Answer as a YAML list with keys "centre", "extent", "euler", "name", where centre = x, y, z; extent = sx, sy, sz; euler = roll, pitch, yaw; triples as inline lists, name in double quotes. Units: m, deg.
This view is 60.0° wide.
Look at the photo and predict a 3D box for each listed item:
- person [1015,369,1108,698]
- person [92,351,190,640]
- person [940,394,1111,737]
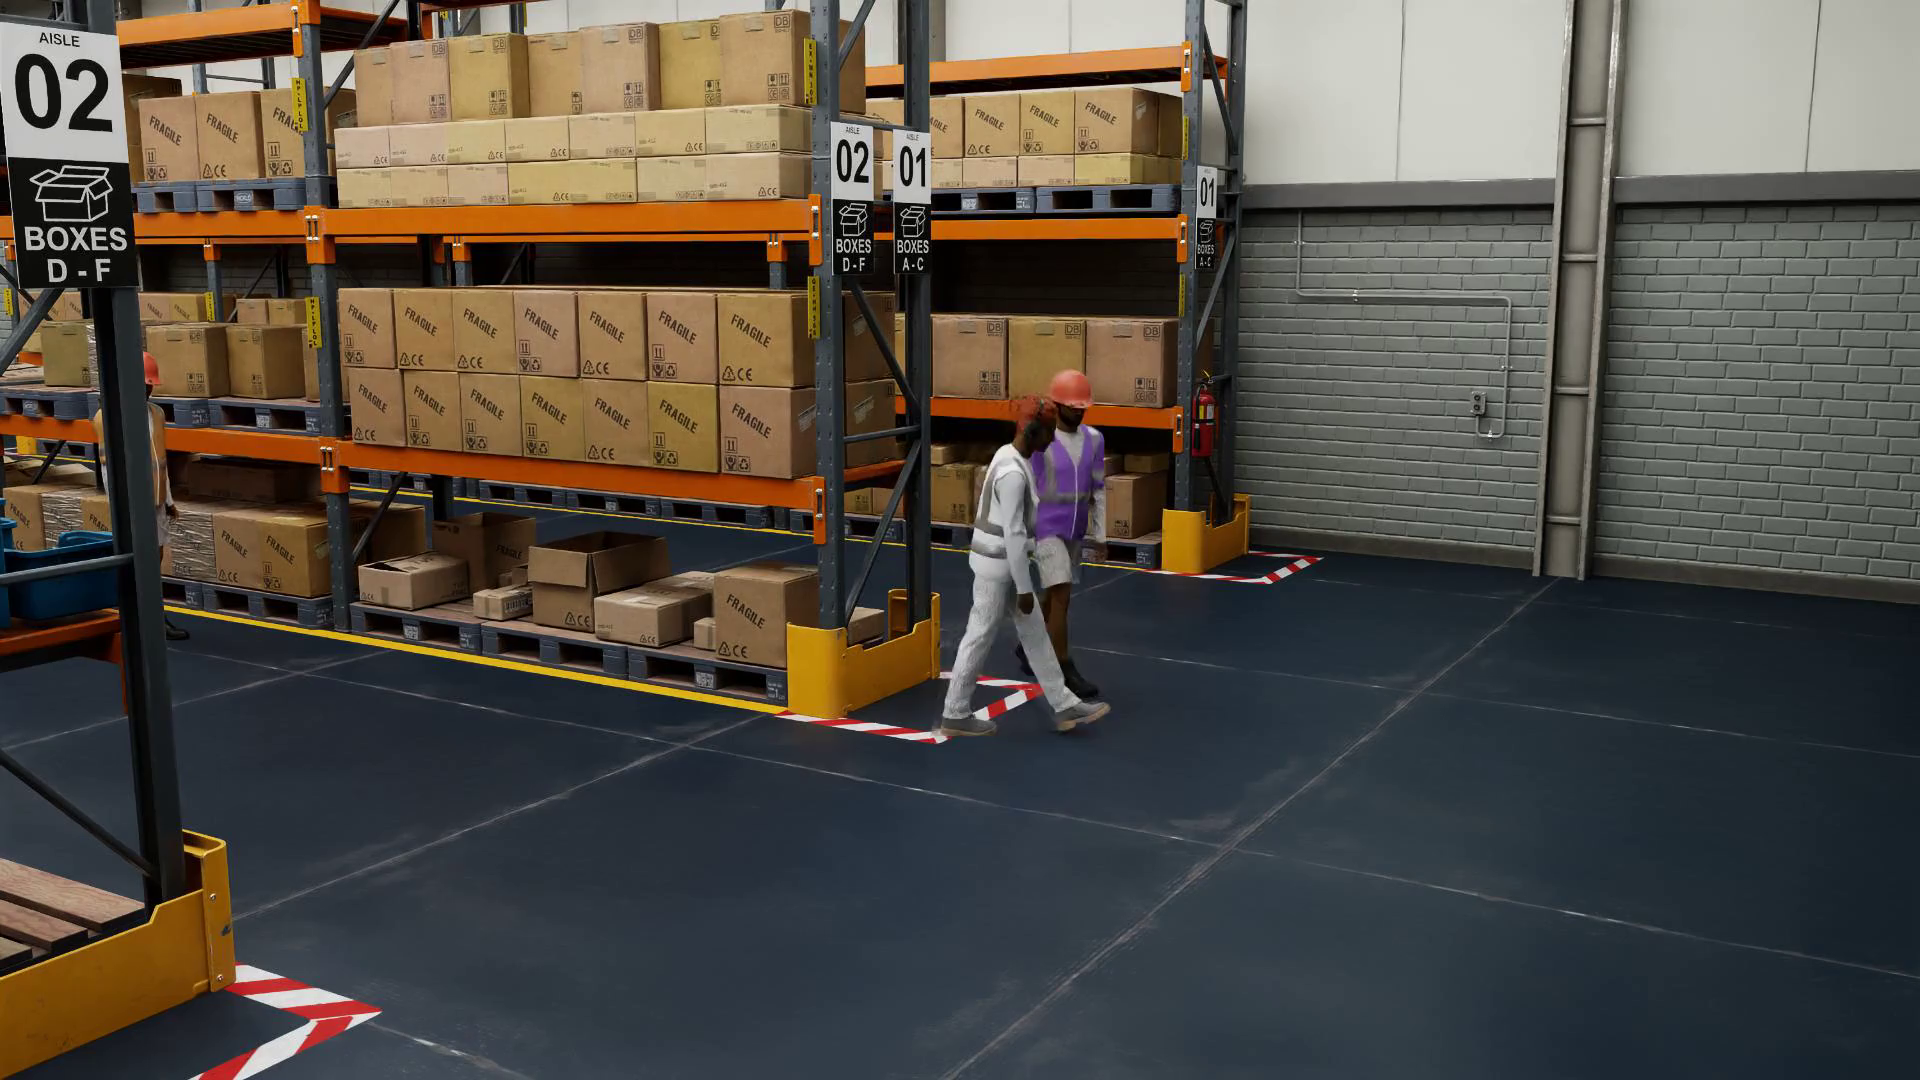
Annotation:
- centre: [0.547, -0.068, 9.790]
  extent: [0.544, 1.897, 0.859]
  euler: [-7, 12, -34]
  name: "person"
- centre: [-5.296, -0.260, 10.790]
  extent: [0.366, 1.930, 0.542]
  euler: [3, 10, 14]
  name: "person"
- centre: [0.337, 0.155, 8.656]
  extent: [0.965, 1.824, 0.646]
  euler: [1, 10, 7]
  name: "person"
